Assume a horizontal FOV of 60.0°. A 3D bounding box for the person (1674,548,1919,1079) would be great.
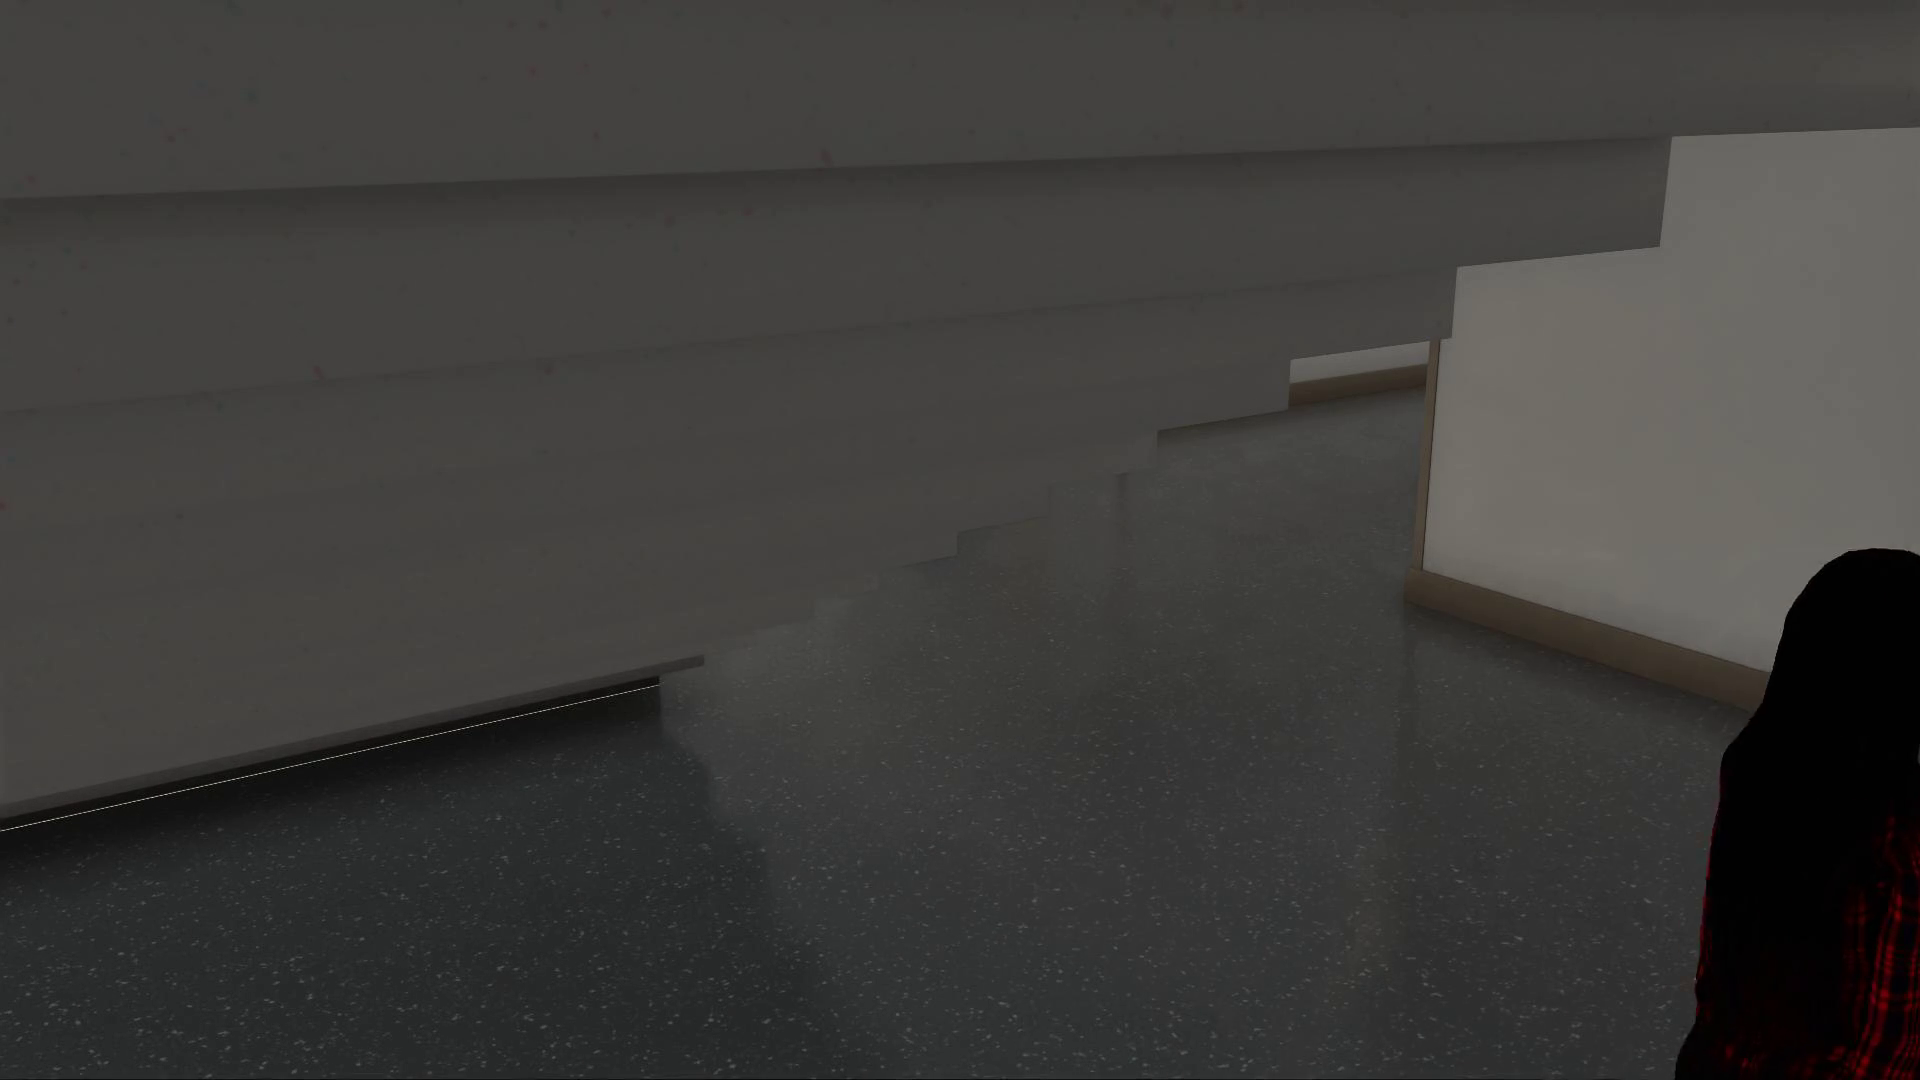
[{"bbox_3d":[1.121,0.834,2.415,0.907,1.628,1.038,-3,16,-12],"label":"person"}]
